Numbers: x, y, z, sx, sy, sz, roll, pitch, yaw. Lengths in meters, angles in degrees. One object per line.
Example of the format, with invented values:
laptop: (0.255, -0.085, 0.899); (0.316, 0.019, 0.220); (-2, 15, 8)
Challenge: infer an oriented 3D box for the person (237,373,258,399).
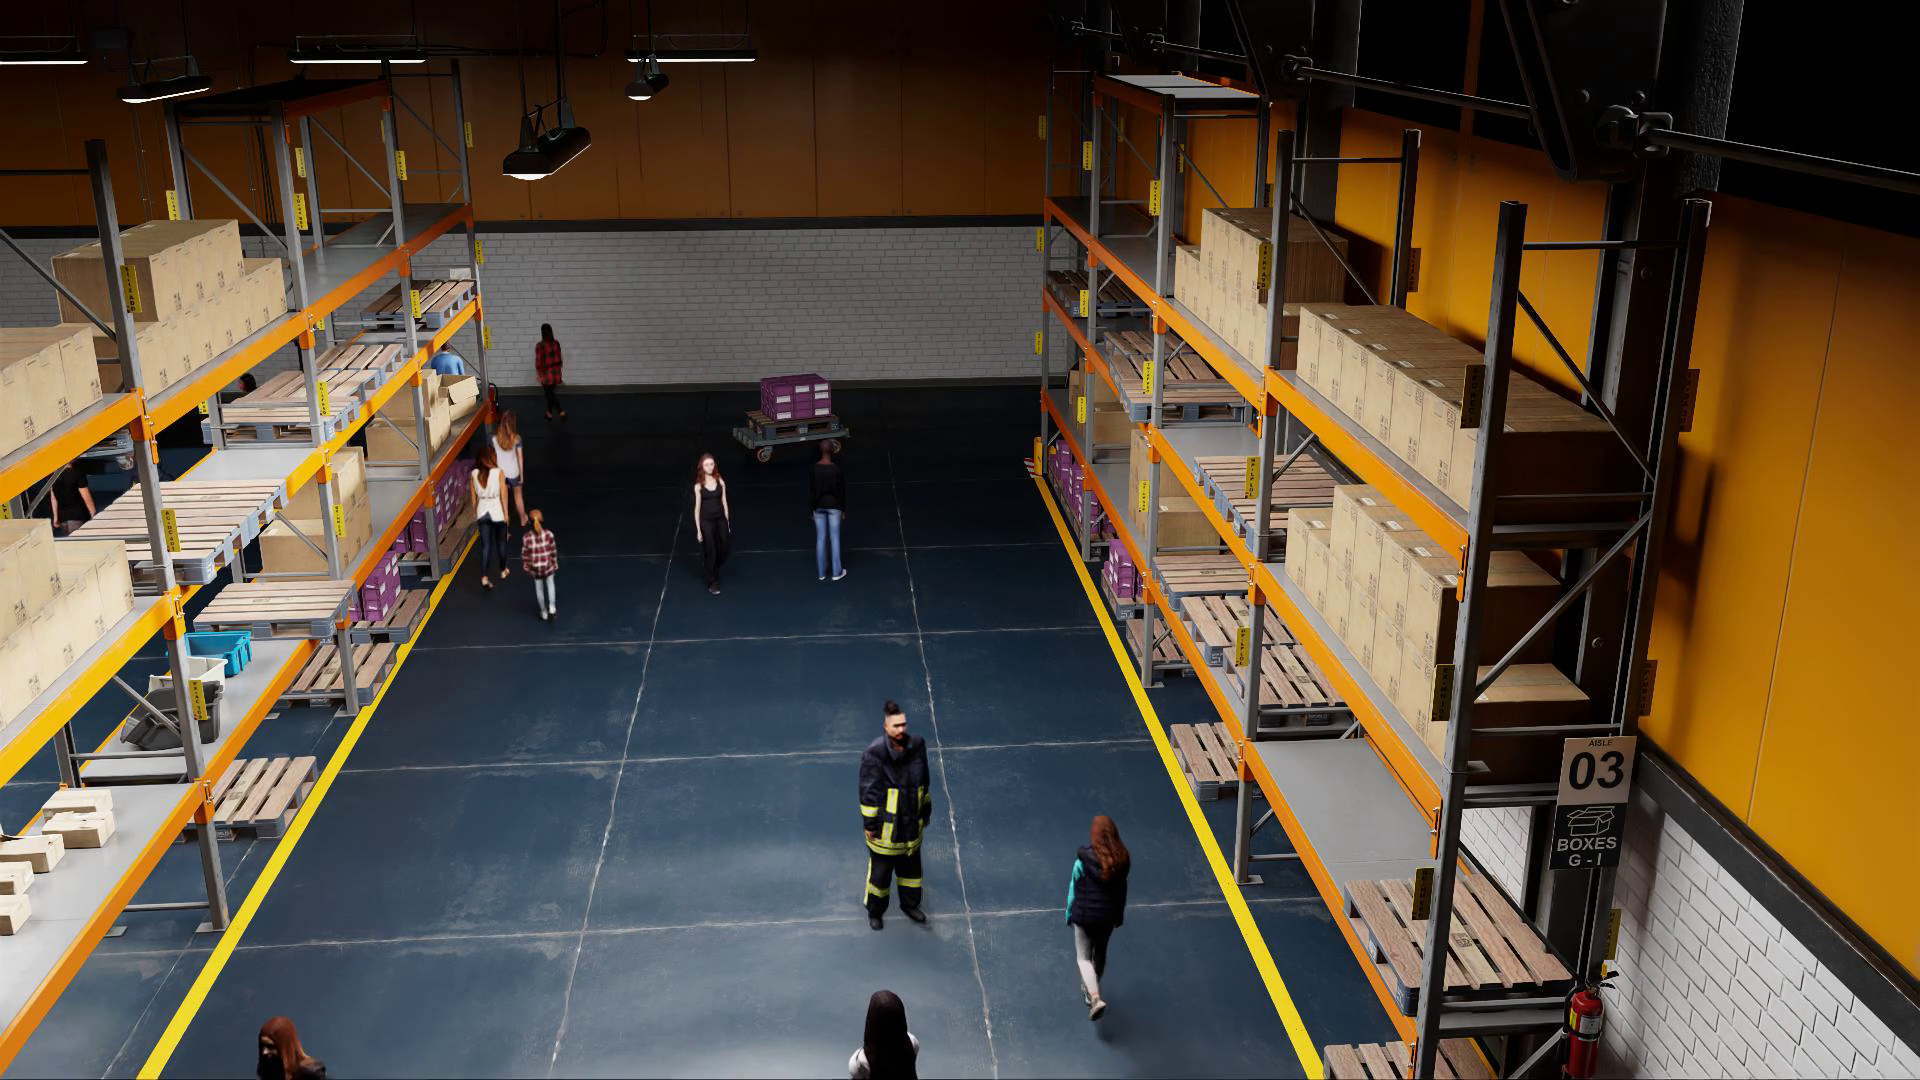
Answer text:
person: (-9.996, -1.540, 23.872); (1.074, 1.683, 1.191); (-13, 23, -34)

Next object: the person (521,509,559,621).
person: (-4.790, 0.293, 19.031); (0.617, 1.299, 0.686); (-6, 19, -16)

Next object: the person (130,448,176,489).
person: (-9.564, -0.215, 19.743); (0.879, 1.808, 0.911); (5, 19, 16)

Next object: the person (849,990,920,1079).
person: (-0.398, 3.311, 9.325); (0.667, 1.774, 0.681); (-13, 23, -35)

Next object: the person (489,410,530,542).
person: (-5.930, -0.807, 21.712); (0.673, 1.673, 1.073); (0, 19, -1)

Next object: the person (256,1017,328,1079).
person: (-3.619, 3.359, 9.305); (0.772, 1.696, 0.919); (5, 19, 15)

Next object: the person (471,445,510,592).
person: (-5.640, -0.242, 19.907); (0.644, 1.754, 1.096); (0, 19, -1)

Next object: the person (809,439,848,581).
person: (-1.620, -0.374, 20.311); (0.653, 1.747, 0.628); (3, 19, 10)

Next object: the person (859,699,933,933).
person: (-0.497, 2.082, 12.820); (0.869, 1.873, 0.855); (-10, 21, -27)

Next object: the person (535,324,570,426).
person: (-6.695, -2.690, 27.298); (1.137, 1.676, 1.034); (17, 25, 41)

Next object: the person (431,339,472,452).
person: (-7.943, -2.295, 25.900); (0.657, 1.820, 0.565); (-3, 19, -8)

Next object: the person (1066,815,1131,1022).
person: (0.975, 2.673, 11.676); (0.658, 1.483, 0.863); (-6, 19, -17)

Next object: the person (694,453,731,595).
person: (-2.994, -0.216, 19.861); (0.759, 1.734, 0.844); (-11, 21, -29)
